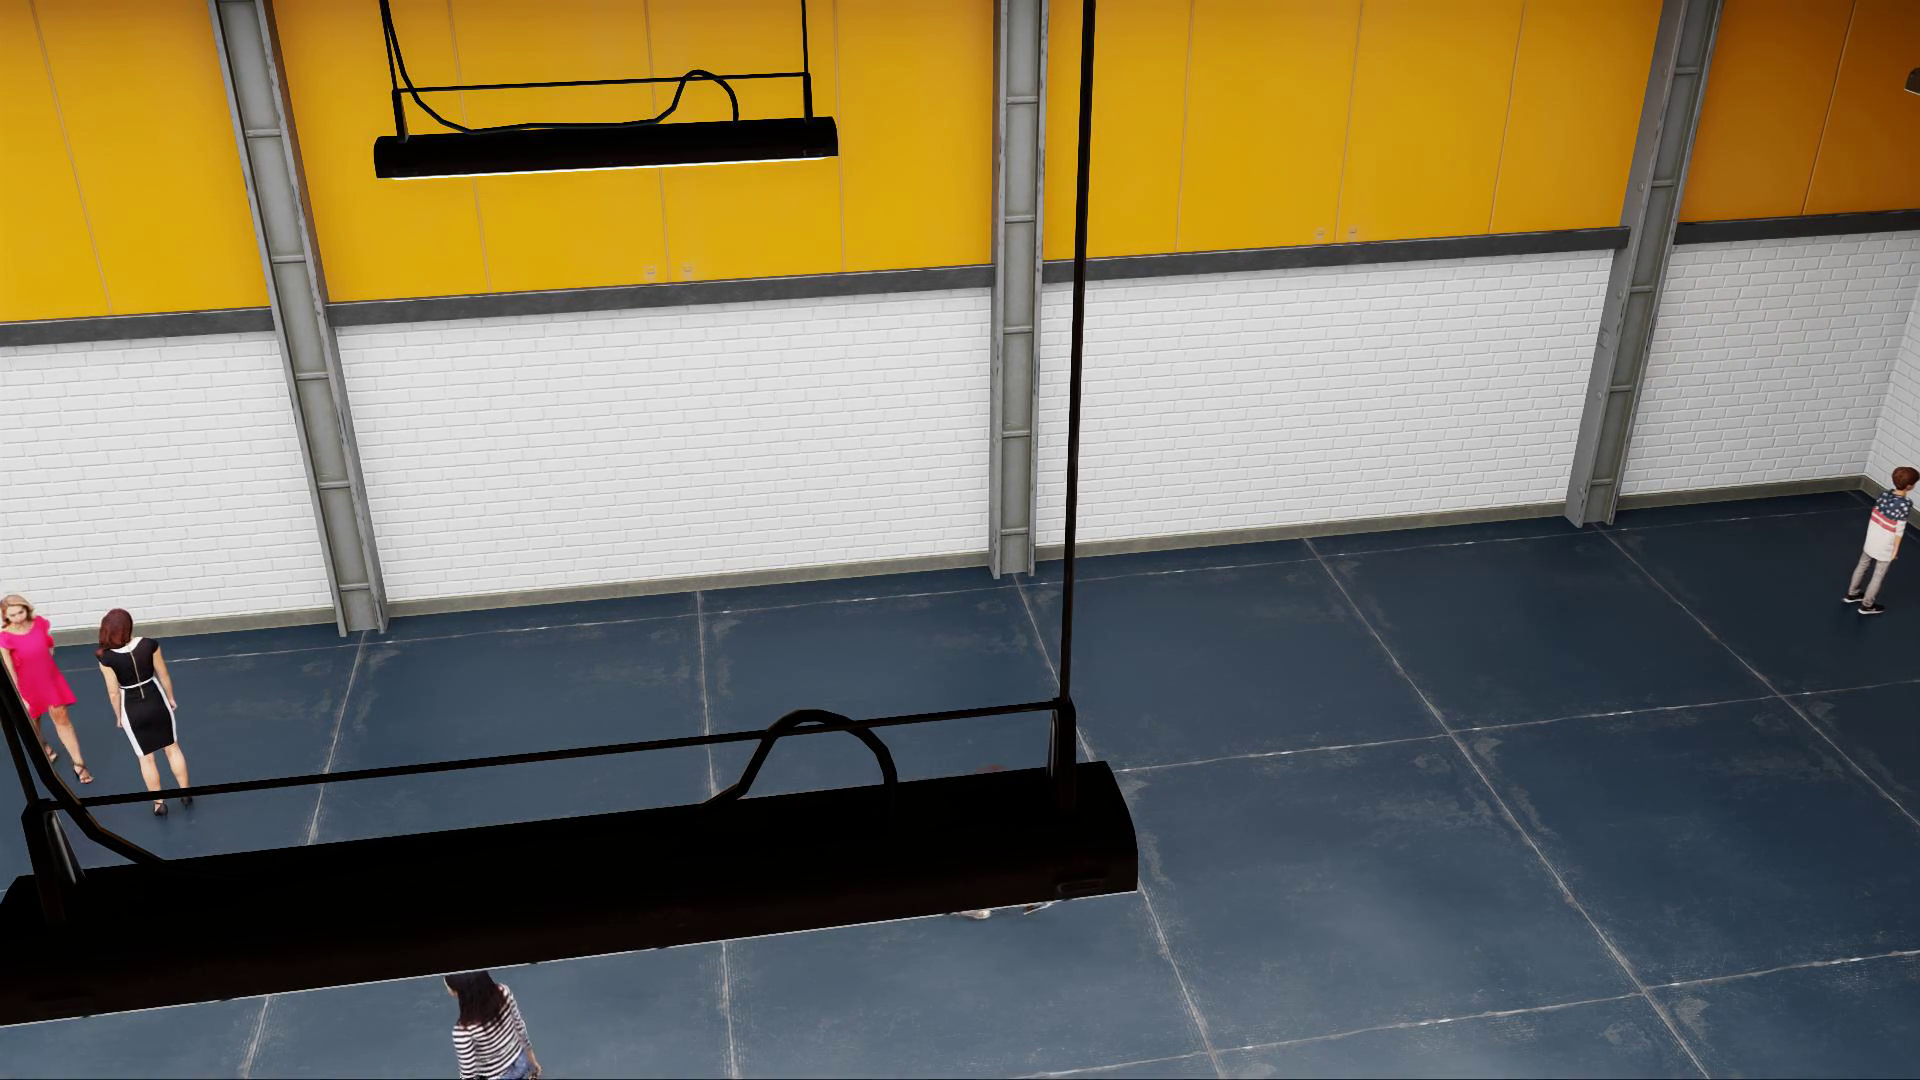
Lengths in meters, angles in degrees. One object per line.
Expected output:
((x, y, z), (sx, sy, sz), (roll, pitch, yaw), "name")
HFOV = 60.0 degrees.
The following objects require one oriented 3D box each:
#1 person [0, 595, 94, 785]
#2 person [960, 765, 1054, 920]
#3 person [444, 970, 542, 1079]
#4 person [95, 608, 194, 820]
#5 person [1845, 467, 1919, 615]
((-7.144, 1.087, 12.826), (1.073, 1.665, 1.055), (19, 34, 30), "person")
((0.167, 2.094, 11.383), (0.936, 1.279, 0.652), (3, 29, 5), "person")
((-2.457, 3.030, 9.167), (0.849, 1.758, 0.781), (11, 31, 20), "person")
((-6.034, 1.282, 12.332), (0.580, 1.796, 0.708), (-21, 35, -33), "person")
((8.375, -0.017, 15.089), (0.490, 1.438, 0.514), (-7, 29, -13), "person")
